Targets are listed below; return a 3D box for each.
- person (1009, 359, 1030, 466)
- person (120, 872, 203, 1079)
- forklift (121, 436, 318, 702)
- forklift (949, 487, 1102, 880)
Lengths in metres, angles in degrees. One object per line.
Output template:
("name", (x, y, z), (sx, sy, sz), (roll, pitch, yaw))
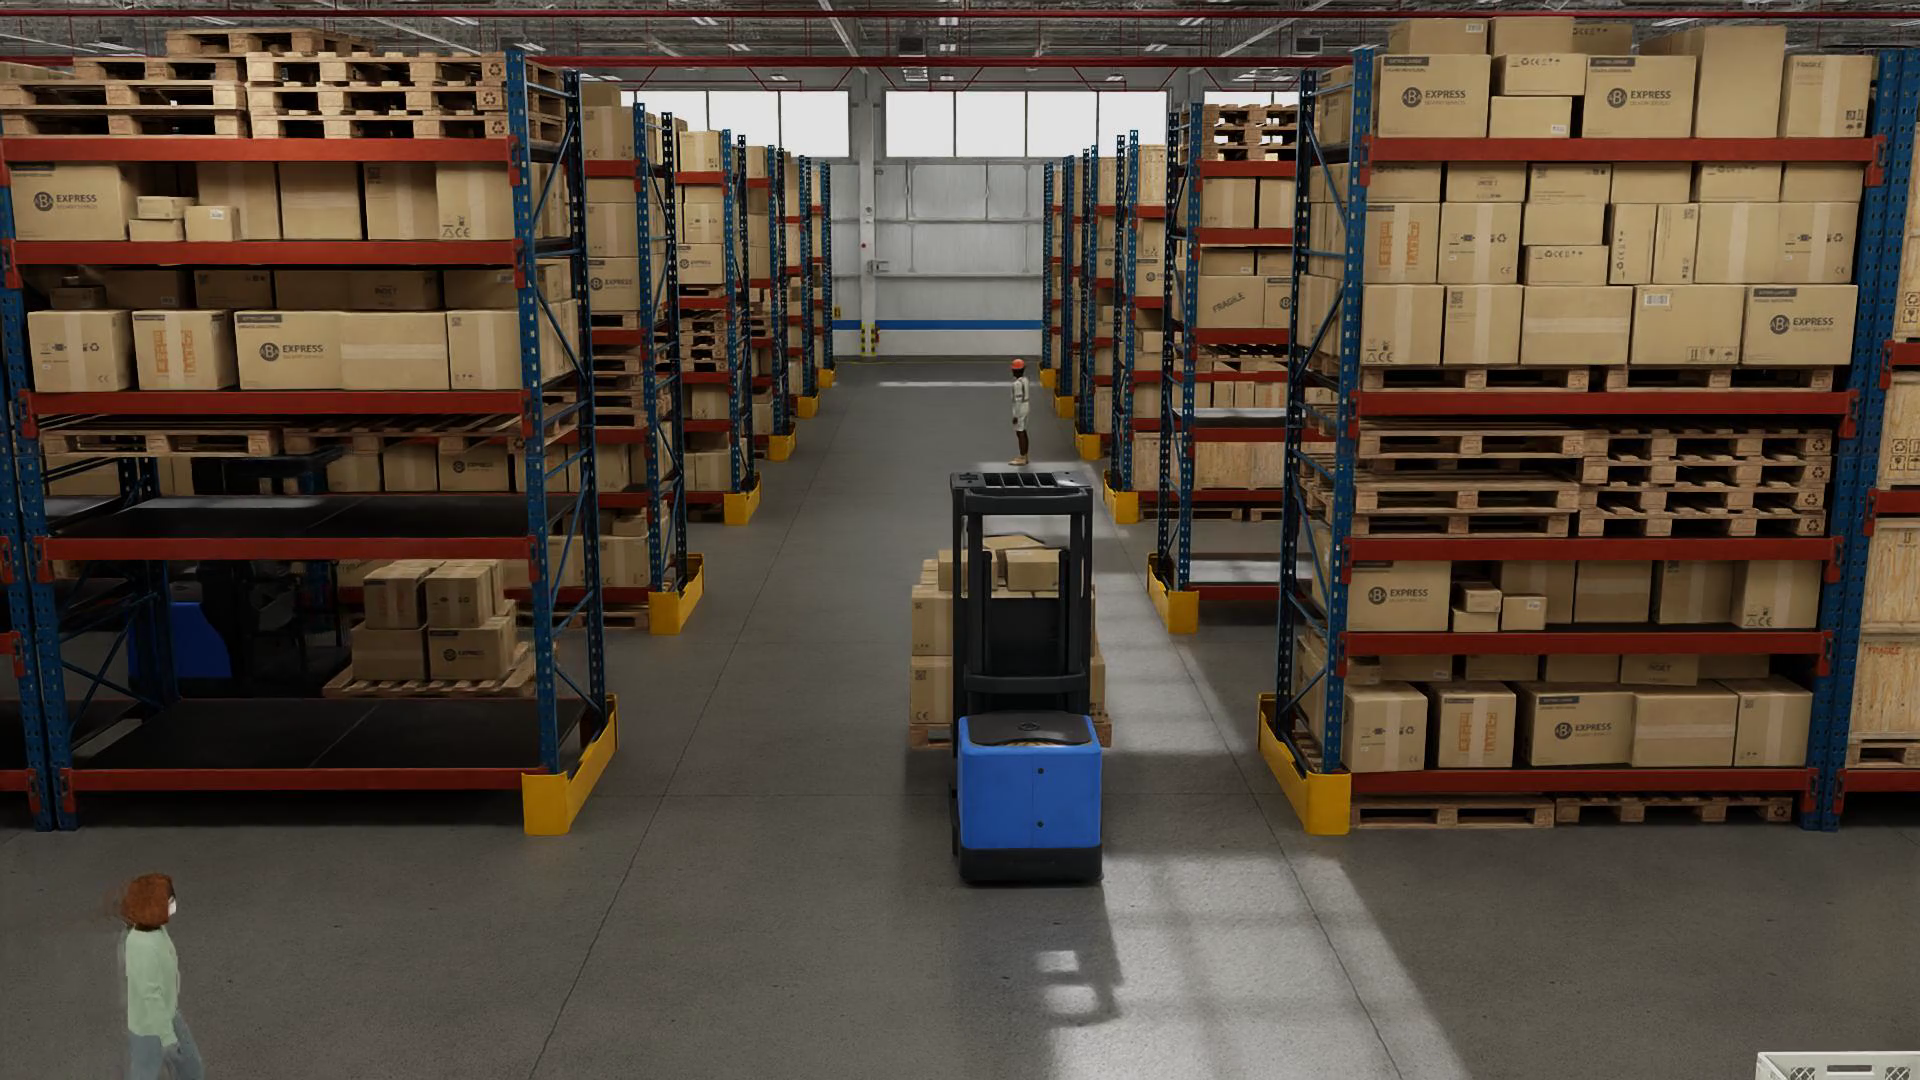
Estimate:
("person", (1.133, -2.446, 31.907), (0.394, 2.044, 0.609), (4, 12, 19))
("person", (-4.199, 2.486, 8.556), (0.781, 1.604, 0.510), (-3, 12, -14))
("forklift", (-7.360, 0.187, 16.773), (1.873, 2.768, 1.129), (0, 11, -1))
("forklift", (0.495, 0.986, 12.813), (1.129, 2.768, 1.873), (0, 11, -2))
